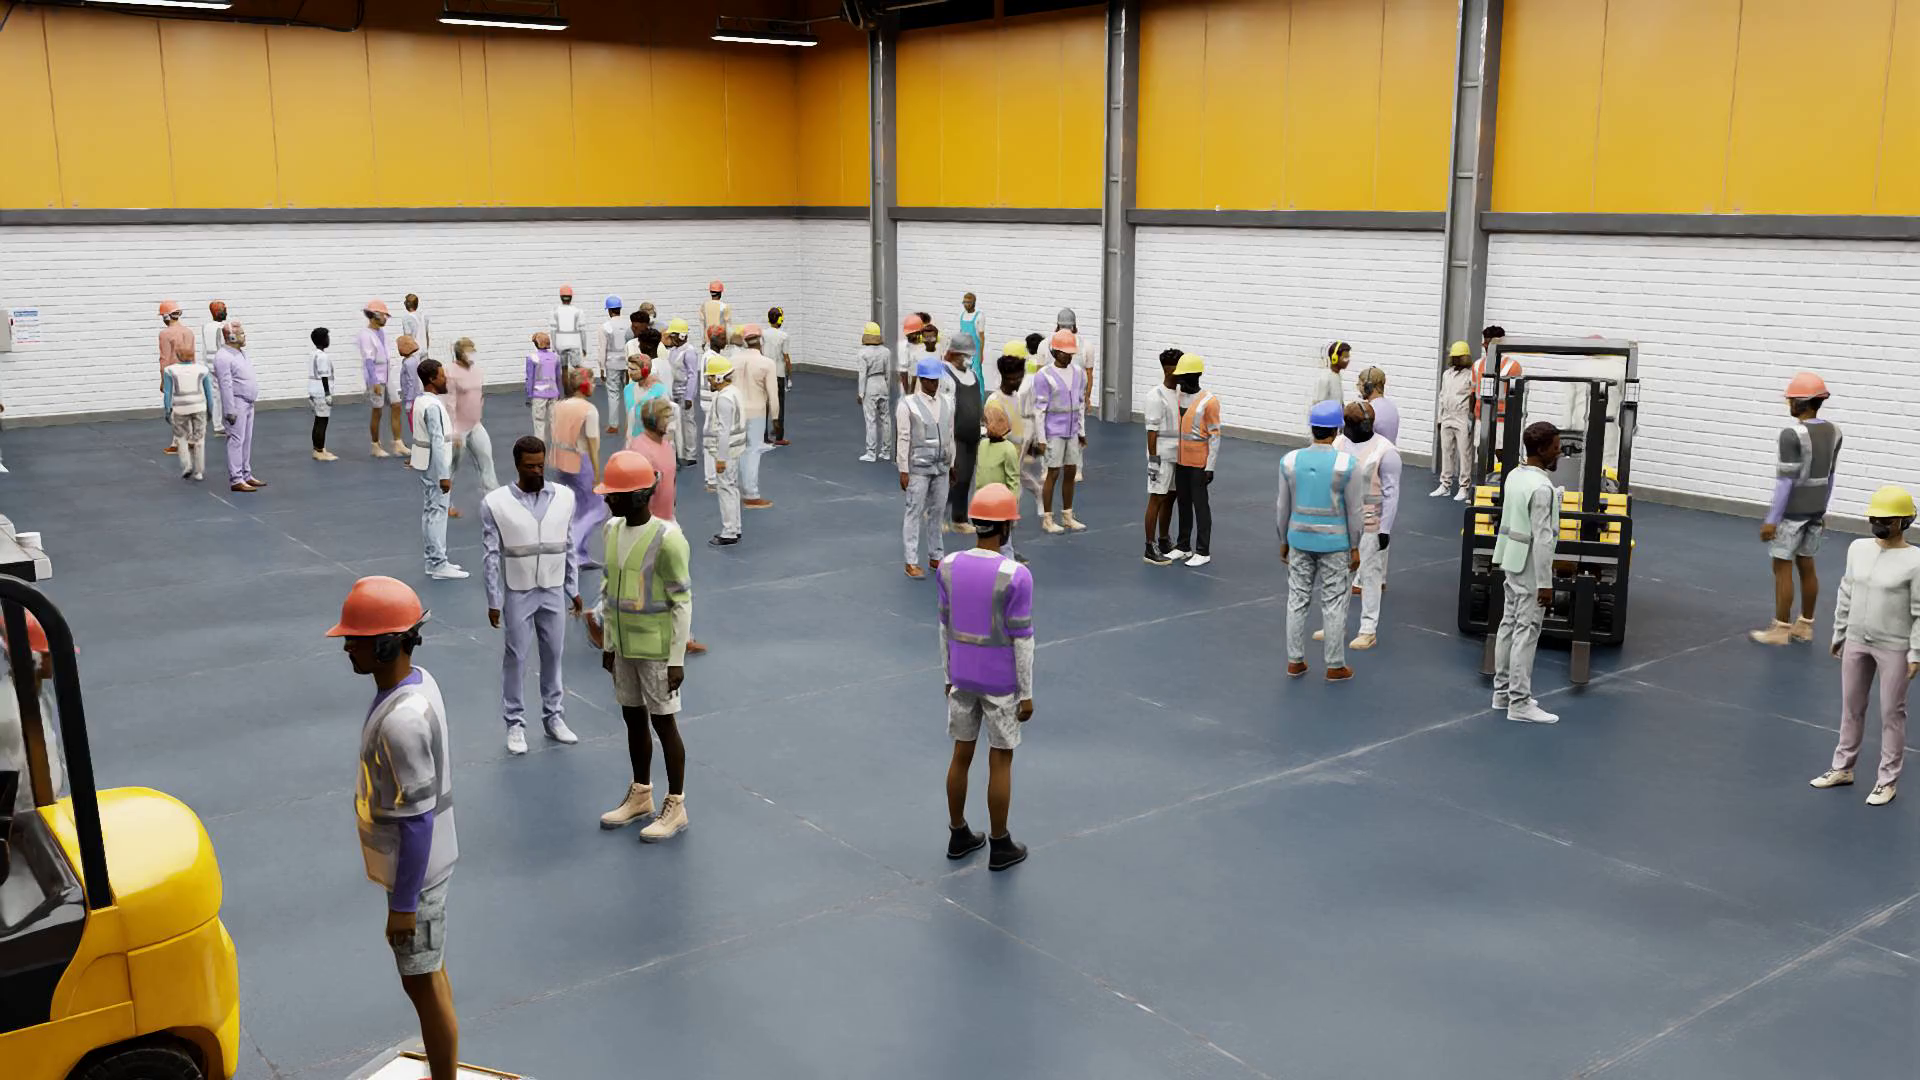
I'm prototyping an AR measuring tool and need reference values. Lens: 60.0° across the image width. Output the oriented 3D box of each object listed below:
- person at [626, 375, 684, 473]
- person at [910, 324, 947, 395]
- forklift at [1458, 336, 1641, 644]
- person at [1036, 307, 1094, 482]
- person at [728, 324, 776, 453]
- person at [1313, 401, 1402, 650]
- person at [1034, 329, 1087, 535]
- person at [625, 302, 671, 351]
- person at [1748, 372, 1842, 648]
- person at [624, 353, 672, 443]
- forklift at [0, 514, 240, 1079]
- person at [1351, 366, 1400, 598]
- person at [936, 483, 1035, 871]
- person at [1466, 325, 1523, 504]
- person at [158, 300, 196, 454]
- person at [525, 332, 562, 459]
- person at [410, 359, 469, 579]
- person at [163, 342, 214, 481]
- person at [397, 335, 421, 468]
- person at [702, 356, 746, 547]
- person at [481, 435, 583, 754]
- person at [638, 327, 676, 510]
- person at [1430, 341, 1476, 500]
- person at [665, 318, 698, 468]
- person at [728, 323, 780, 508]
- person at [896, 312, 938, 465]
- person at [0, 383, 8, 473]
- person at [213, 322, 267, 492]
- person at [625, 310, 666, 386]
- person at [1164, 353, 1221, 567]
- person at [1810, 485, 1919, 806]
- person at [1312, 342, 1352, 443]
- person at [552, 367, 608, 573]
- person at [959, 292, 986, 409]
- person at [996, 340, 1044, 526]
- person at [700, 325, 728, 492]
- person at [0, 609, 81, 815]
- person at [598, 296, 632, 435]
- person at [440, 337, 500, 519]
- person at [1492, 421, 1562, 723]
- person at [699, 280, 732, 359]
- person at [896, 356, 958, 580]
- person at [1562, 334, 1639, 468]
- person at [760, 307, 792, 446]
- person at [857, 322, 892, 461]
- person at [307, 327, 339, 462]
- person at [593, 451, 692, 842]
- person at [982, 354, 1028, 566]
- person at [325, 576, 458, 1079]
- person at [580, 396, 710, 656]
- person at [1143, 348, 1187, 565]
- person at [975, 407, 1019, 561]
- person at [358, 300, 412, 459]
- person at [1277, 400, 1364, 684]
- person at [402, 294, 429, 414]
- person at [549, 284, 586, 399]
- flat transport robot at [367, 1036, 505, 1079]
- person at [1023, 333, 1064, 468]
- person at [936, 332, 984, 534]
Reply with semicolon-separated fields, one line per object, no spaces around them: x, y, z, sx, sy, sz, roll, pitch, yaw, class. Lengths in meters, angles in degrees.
-2.947;-0.776;15.995;0.529;1.619;0.563;-5;13;-24;person
-0.326;-1.586;19.343;0.510;1.861;0.324;0;12;-1;person
4.683;-0.471;13.136;1.214;2.155;2.313;4;12;20;forklift
1.222;-1.687;19.385;0.680;2.000;0.537;1;12;3;person
-2.869;-1.935;21.444;0.908;1.677;0.488;-2;12;-8;person
2.925;-0.114;12.285;0.430;1.838;0.624;-9;15;-37;person
1.012;-1.063;16.403;0.619;2.029;0.410;-10;15;-39;person
-4.157;-2.225;22.272;0.635;1.927;0.372;-7;14;-30;person
6.168;-0.218;12.287;0.647;2.041;0.399;-7;13;-29;person
-2.977;-0.872;15.928;0.567;1.840;0.375;8;14;34;person
-3.687;1.115;5.480;2.313;2.155;1.214;-9;15;-36;forklift
3.423;-0.481;13.850;0.387;1.927;0.637;8;14;35;person
0.145;0.675;8.251;0.544;1.930;0.388;8;14;35;person
5.716;-1.326;17.854;0.365;1.960;0.609;-8;14;-35;person
-10.165;-2.115;21.605;0.410;1.982;0.626;2;12;12;person
-5.221;-1.797;20.915;0.319;1.631;0.524;10;15;39;person
-4.581;-0.619;14.516;0.391;1.922;0.593;-6;13;-28;person
-9.041;-1.506;19.503;0.542;1.621;0.460;-7;14;-30;person
-6.754;-1.704;20.458;0.289;1.632;0.497;-3;12;-16;person
-2.245;-0.845;15.862;0.403;1.819;0.601;0;12;-1;person
-2.577;0.313;10.026;0.597;1.914;0.372;-9;15;-37;person
-3.187;-1.242;17.413;0.372;1.966;0.608;3;12;15;person
5.450;-1.310;18.285;0.300;1.742;0.493;-9;15;-36;person
-3.431;-1.802;20.443;0.403;1.833;0.591;-7;14;-32;person
-2.249;-1.345;17.944;0.686;1.950;0.679;6;13;27;person
-0.441;-1.806;20.235;0.626;1.917;0.985;-10;15;-39;person
-11.716;-1.644;19.917;0.305;1.737;0.484;11;16;42;person
-8.154;-1.511;18.843;0.410;1.913;0.651;-1;12;-4;person
-3.794;-1.777;20.004;0.618;1.960;0.361;7;14;31;person
2.077;-0.723;15.006;0.382;1.924;0.594;-7;14;-32;person
5.037;0.572;9.137;0.321;1.769;0.523;-6;13;-27;person
3.852;-1.119;17.117;0.522;1.844;0.508;5;13;21;person
-3.369;-0.597;14.629;0.584;1.830;0.463;11;16;43;person
0.183;-2.937;25.913;0.514;1.843;0.330;10;15;40;person
0.621;-1.084;16.820;0.840;1.901;0.588;-11;16;-42;person
-2.761;-1.485;18.802;0.337;1.875;0.585;-3;12;-13;person
-3.903;1.116;6.703;0.808;1.700;0.571;-6;13;-27;person
-4.772;-2.432;23.236;0.605;1.939;0.416;-9;15;-36;person
-5.012;-1.126;17.040;0.997;1.885;0.659;5;13;23;person
3.610;0.196;10.586;0.392;1.919;0.591;0;12;-2;person
-4.006;-3.302;27.433;0.553;1.935;0.362;3;12;12;person
-0.275;-0.637;14.534;0.618;1.945;0.395;-9;15;-36;person
6.765;-1.223;17.559;0.765;1.875;0.624;5;13;22;person
-2.475;-2.176;22.210;0.523;1.856;0.341;5;13;21;person
-1.090;-1.867;20.970;0.483;1.745;0.306;-9;15;-37;person
-8.039;-1.835;20.961;0.322;1.693;0.539;-8;14;-33;person
-1.655;0.547;8.590;0.614;2.039;0.383;10;15;39;person
0.404;-0.692;14.821;0.416;1.946;0.676;4;12;19;person
-1.946;1.125;5.795;0.376;2.043;0.609;-4;12;-19;person
-2.291;-0.091;12.009;0.853;1.914;0.638;3;12;14;person
1.888;-0.765;15.111;0.361;1.963;0.612;8;14;35;person
0.283;-0.267;13.512;0.265;1.632;0.509;-8;14;-33;person
-7.277;-2.007;21.029;0.662;1.999;0.699;4;12;19;person
2.466;0.015;11.387;0.602;1.949;0.394;8;14;33;person
-8.300;-2.828;25.367;0.344;1.847;0.504;6;13;26;person
-6.299;-3.142;26.727;0.558;1.915;0.796;-2;12;-10;person
-1.987;2.082;5.476;0.652;0.197;1.431;4;13;20;flat transport robot
1.017;-1.710;20.432;0.582;1.660;0.555;-10;15;-40;person
-0.001;-1.043;16.275;0.537;2.000;0.701;8;14;35;person
